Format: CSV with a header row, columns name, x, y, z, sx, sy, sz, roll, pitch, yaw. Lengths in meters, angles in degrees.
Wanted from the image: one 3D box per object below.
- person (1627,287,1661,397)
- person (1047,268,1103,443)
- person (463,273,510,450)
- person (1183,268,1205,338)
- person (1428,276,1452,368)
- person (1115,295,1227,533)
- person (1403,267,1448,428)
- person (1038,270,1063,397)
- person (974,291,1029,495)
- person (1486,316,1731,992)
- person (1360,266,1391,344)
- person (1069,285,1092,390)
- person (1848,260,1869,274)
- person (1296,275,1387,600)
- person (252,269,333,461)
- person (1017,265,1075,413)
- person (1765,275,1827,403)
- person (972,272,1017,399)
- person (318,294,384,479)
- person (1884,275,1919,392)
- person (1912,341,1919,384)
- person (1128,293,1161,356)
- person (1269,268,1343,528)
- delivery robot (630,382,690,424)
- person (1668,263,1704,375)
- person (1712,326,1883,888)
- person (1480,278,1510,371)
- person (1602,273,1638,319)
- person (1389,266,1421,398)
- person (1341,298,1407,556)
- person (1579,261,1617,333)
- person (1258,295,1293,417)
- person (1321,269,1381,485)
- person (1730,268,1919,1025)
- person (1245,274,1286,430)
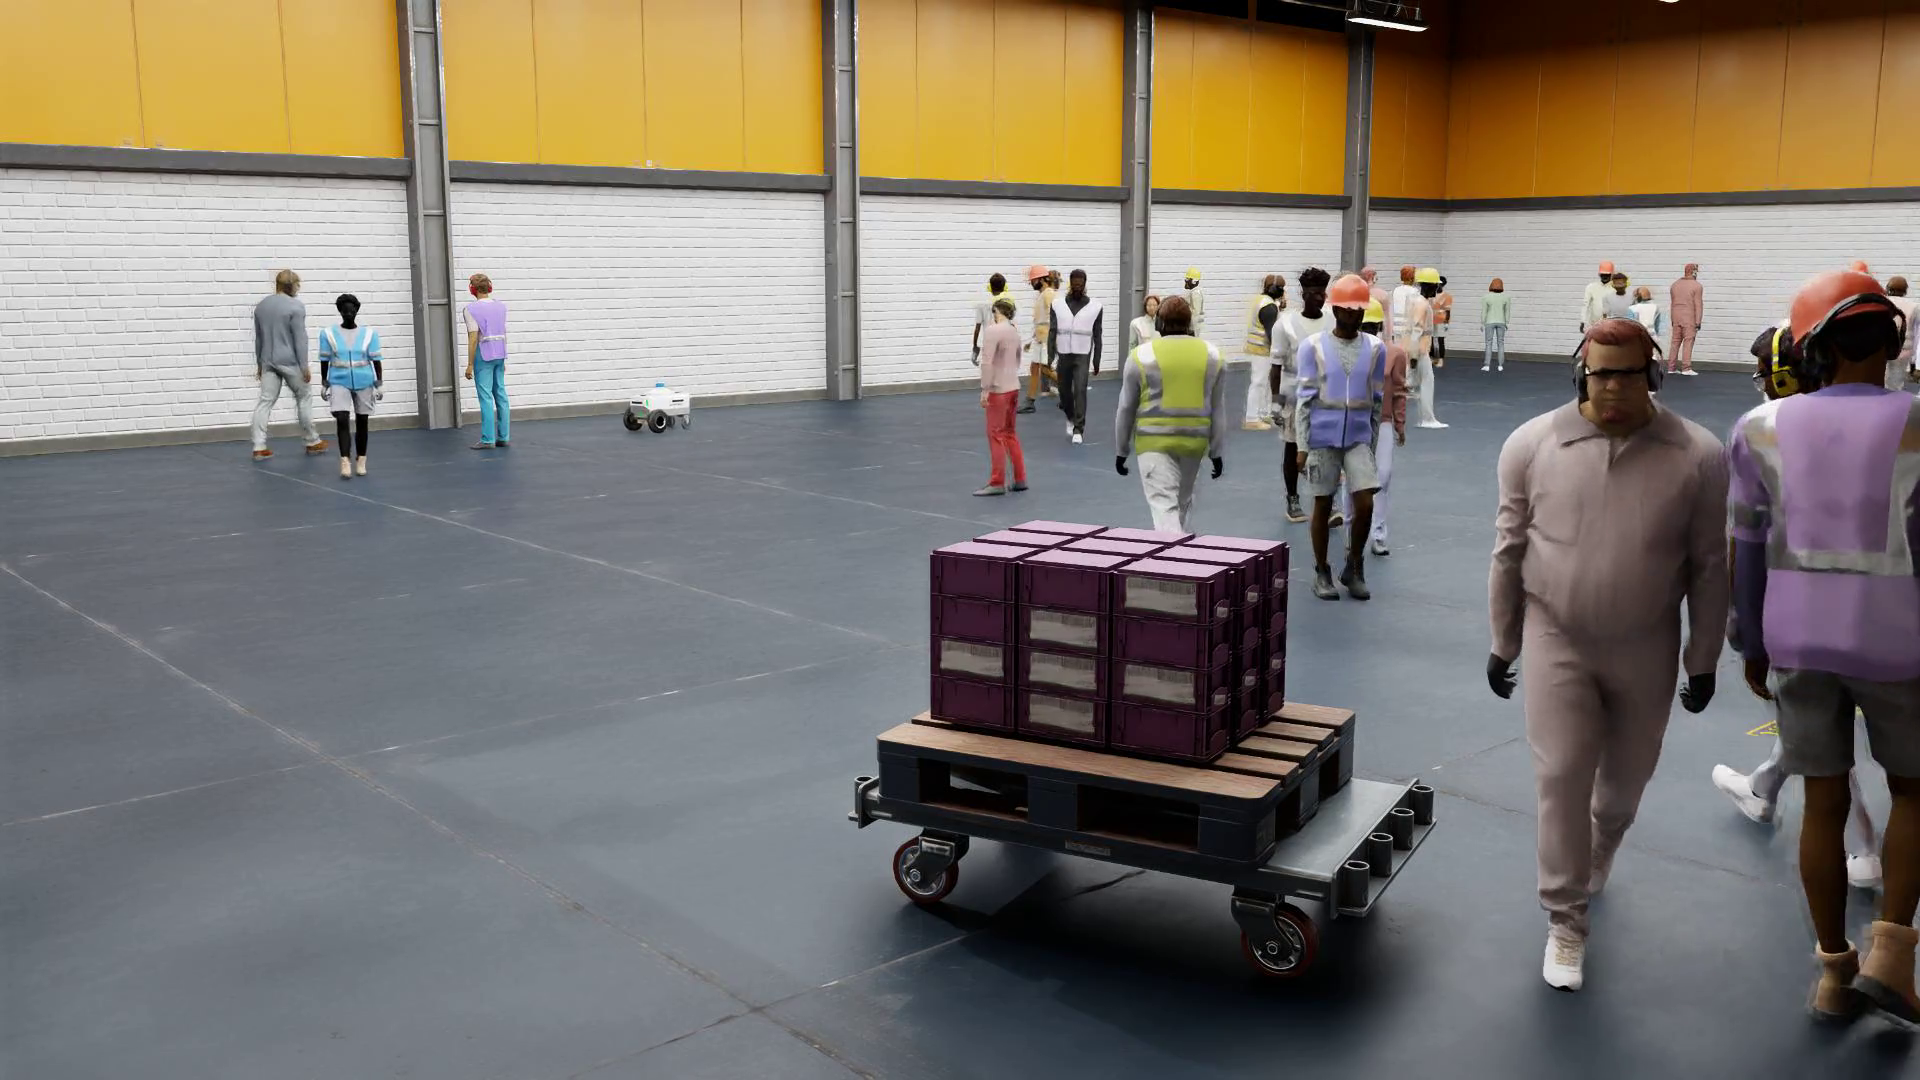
name,x,y,z,sx,sy,sz,roll,pitch,yaw
person,9.744,-2.819,23.758,0.516,1.585,0.866,0,10,1
person,1.273,-2.033,18.281,0.596,1.896,0.779,2,10,12
person,-4.945,-1.860,17.420,0.396,1.840,0.564,5,11,27
person,3.685,-3.409,26.495,0.404,1.837,0.596,1,10,4
person,8.669,-3.945,30.105,0.424,1.662,0.551,-8,13,-39
person,1.252,-0.550,9.881,0.639,1.801,0.944,-2,10,-12
person,5.322,-2.256,19.568,0.822,1.898,0.598,2,10,10
person,1.346,-2.947,23.839,0.485,1.831,0.507,-9,13,-42
person,0.381,-1.226,14.067,0.369,1.724,0.577,5,11,29
person,1.882,0.274,4.876,0.647,1.867,0.915,3,10,16
person,5.279,-2.604,21.618,0.664,1.891,0.477,8,13,40
person,1.706,-3.092,24.953,0.677,1.722,0.490,-6,11,-30
person,12.851,-3.023,23.840,0.802,1.972,0.622,-2,10,-12
person,2.215,-0.578,9.702,0.554,1.914,0.519,0,10,-2
person,-6.749,-1.760,16.706,0.698,1.879,0.941,4,11,23
person,1.097,-2.565,21.375,0.897,1.897,0.624,-2,10,-11
person,6.707,-1.156,13.167,0.601,1.890,0.955,4,11,23
person,0.413,-2.240,19.658,0.523,1.841,0.868,-1,10,-5
person,-5.515,-1.389,15.114,0.558,1.668,0.709,-4,11,-23
person,10.334,-2.026,18.476,0.628,1.815,0.819,3,10,15
person,9.920,-1.726,16.600,0.595,1.846,0.927,-6,11,-31
person,2.108,-1.907,18.307,0.527,1.622,0.592,0,10,3
person,2.625,-1.041,12.355,0.635,1.924,0.941,-1,10,-4
delivery robot,-3.478,-1.587,19.301,0.477,0.478,0.707,7,12,37
person,12.382,-3.749,28.315,0.402,1.903,0.644,-5,11,-25
person,2.852,0.193,5.551,0.587,1.795,0.999,-1,10,-3
person,9.453,-3.802,29.393,0.500,1.633,0.279,1,10,4
person,9.566,-2.975,24.116,0.503,1.788,1.035,5,11,28
person,6.378,-2.968,23.772,0.351,1.884,0.581,-5,11,-28
person,2.734,-0.750,11.213,0.560,1.733,0.805,2,10,9
person,10.046,-3.386,26.056,0.617,1.937,0.994,7,12,35
person,3.860,-2.279,20.490,0.544,1.609,0.657,3,10,17
person,3.442,-1.469,14.914,0.636,1.916,0.768,1,10,8
person,2.359,0.285,4.425,0.648,1.992,0.445,9,13,41
person,3.596,-2.172,19.310,0.589,1.816,0.652,1,10,6
